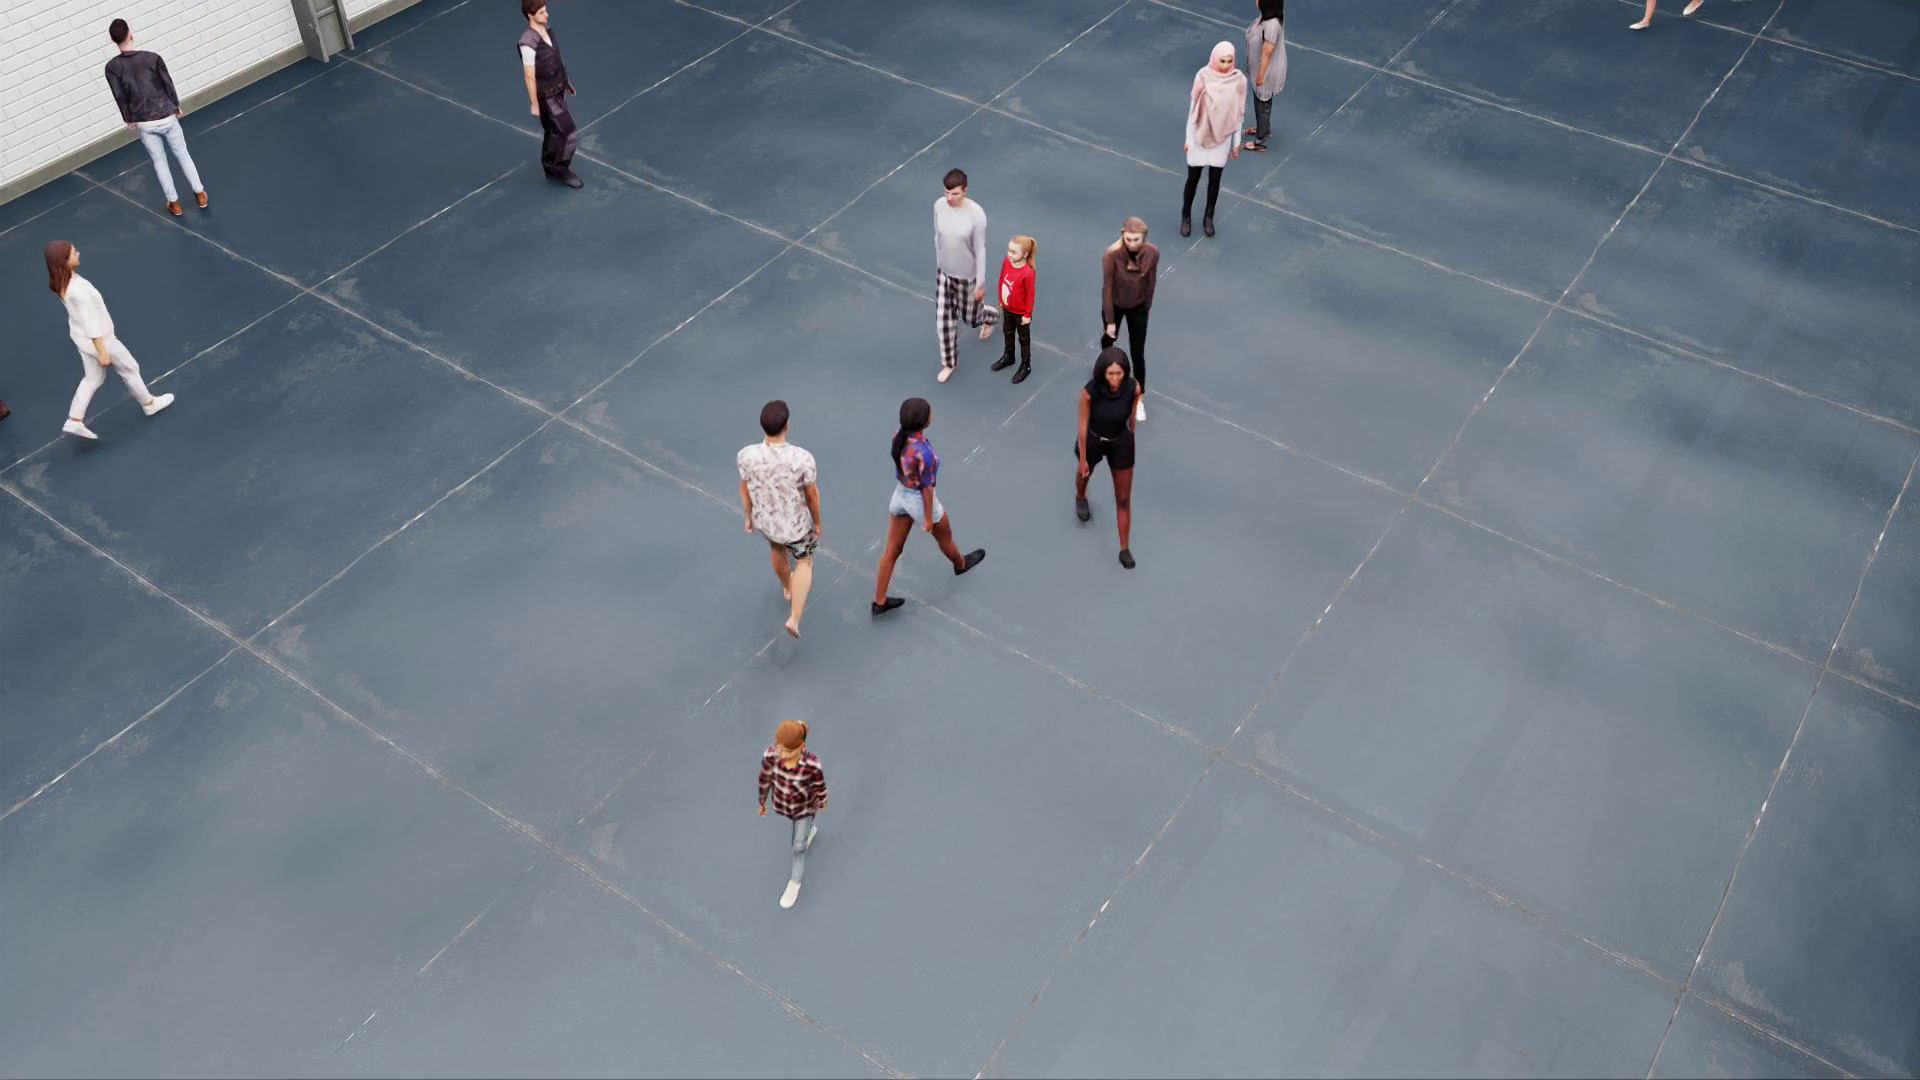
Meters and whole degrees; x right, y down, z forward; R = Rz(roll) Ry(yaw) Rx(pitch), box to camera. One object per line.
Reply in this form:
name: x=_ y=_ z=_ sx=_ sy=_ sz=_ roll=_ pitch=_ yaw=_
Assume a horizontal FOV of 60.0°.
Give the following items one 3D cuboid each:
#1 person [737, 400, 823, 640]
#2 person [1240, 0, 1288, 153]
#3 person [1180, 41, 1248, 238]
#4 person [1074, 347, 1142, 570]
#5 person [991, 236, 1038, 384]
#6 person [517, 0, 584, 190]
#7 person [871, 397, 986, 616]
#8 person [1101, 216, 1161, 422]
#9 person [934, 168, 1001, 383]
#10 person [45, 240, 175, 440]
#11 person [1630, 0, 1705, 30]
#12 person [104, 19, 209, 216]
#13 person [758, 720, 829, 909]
person: x=-1.182 y=-0.112 z=10.976 sx=0.963 sy=1.793 sz=1.127 roll=5 pitch=44 yaw=5
person: x=2.904 y=-4.475 z=15.693 sx=0.788 sy=1.605 sz=0.703 roll=10 pitch=45 yaw=11
person: x=2.196 y=-3.528 z=14.556 sx=0.750 sy=1.803 sz=0.781 roll=0 pitch=44 yaw=0
person: x=0.989 y=-0.696 z=11.665 sx=1.130 sy=1.689 sz=1.195 roll=-7 pitch=44 yaw=-7
person: x=0.452 y=-1.851 z=13.173 sx=0.539 sy=1.281 sz=0.531 roll=-34 pitch=53 yaw=-31
person: x=-3.824 y=-4.079 z=15.110 sx=0.847 sy=1.835 sz=0.772 roll=4 pitch=44 yaw=4
person: x=-0.382 y=-0.183 z=11.128 sx=1.249 sy=1.687 sz=0.846 roll=-27 pitch=50 yaw=-26
person: x=1.247 y=-1.828 z=12.884 sx=1.041 sy=1.647 sz=1.152 roll=-5 pitch=44 yaw=-6
person: x=0.049 y=-2.156 z=13.103 sx=0.712 sy=1.821 sz=1.057 roll=20 pitch=47 yaw=19
person: x=-6.584 y=-1.475 z=12.503 sx=0.645 sy=1.661 sz=1.079 roll=29 pitch=50 yaw=27
person: x=7.609 y=-6.170 z=17.419 sx=1.187 sy=1.677 sz=0.939 roll=-18 pitch=46 yaw=-18
person: x=-7.139 y=-3.739 z=14.753 sx=0.653 sy=1.836 sz=0.796 roll=-21 pitch=48 yaw=-21
person: x=-0.944 y=1.460 z=9.705 sx=0.674 sy=1.270 sz=0.941 roll=14 pitch=45 yaw=15
